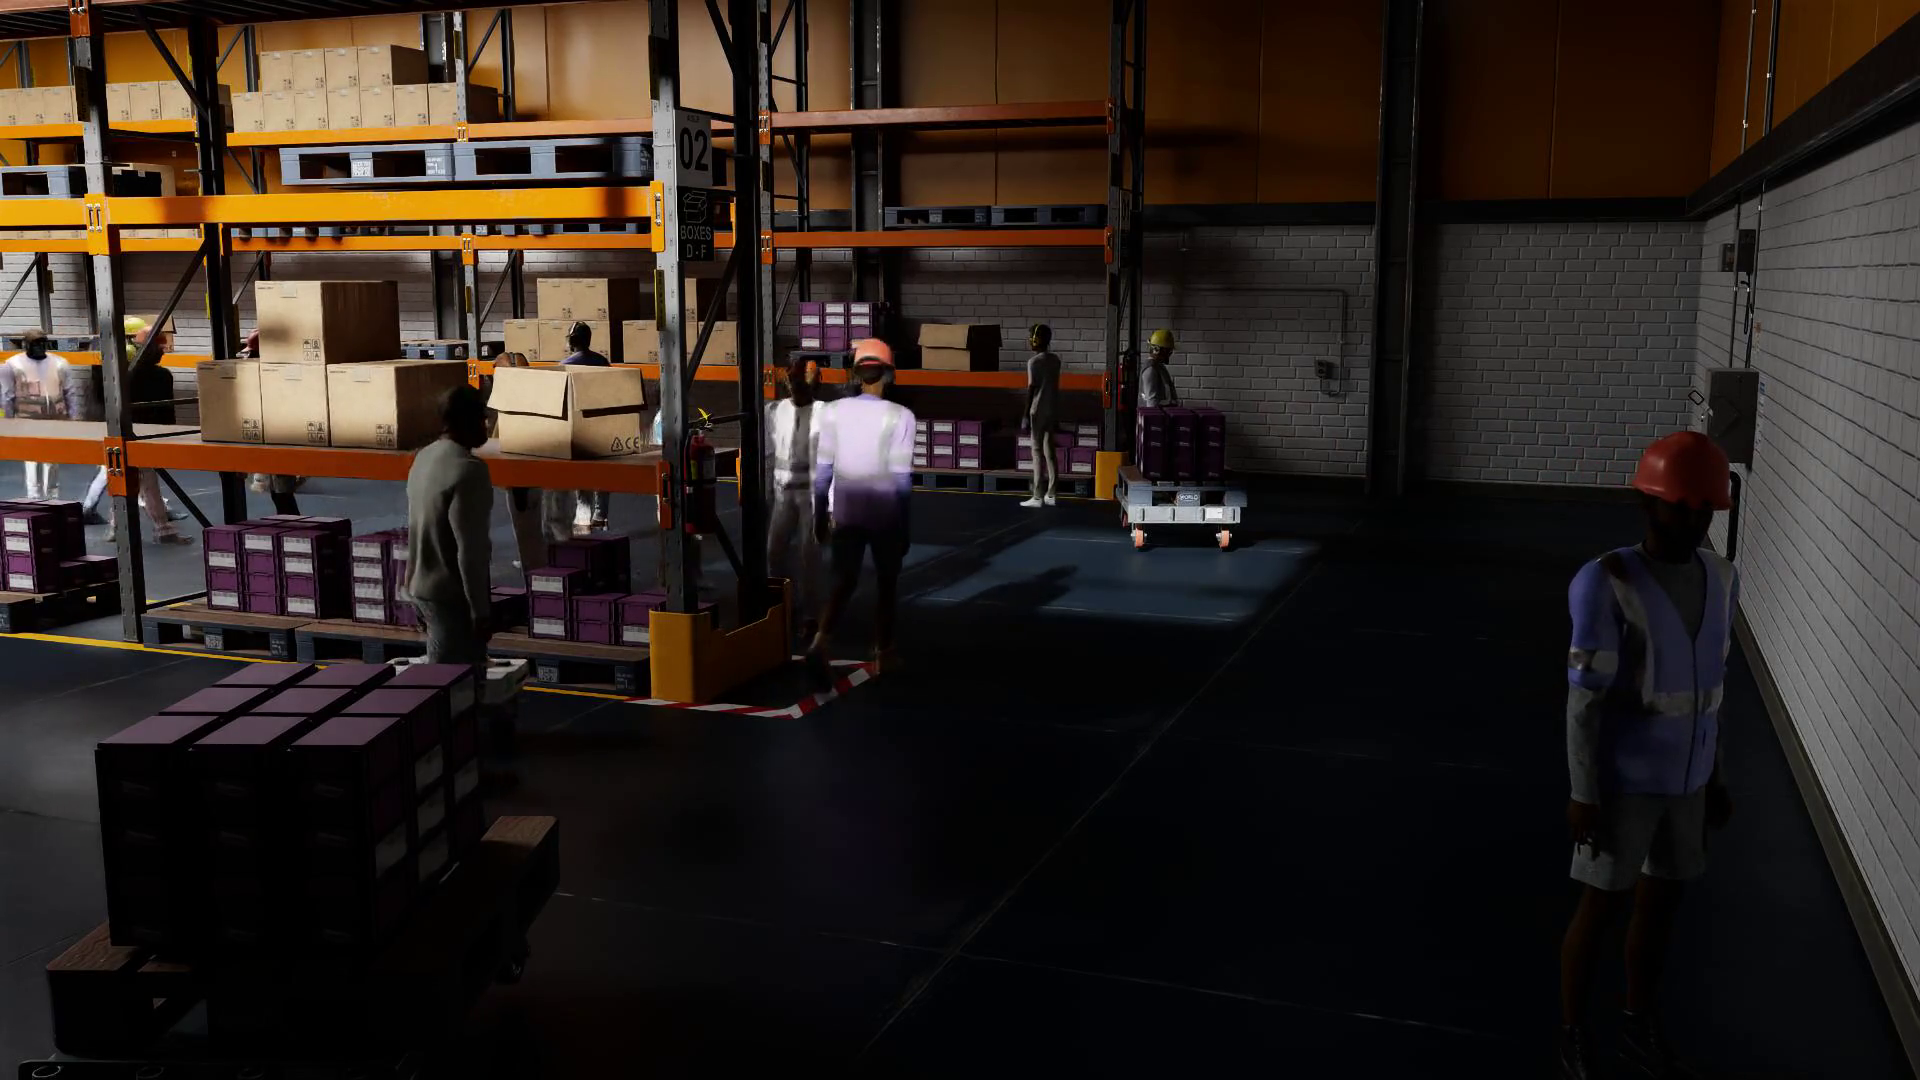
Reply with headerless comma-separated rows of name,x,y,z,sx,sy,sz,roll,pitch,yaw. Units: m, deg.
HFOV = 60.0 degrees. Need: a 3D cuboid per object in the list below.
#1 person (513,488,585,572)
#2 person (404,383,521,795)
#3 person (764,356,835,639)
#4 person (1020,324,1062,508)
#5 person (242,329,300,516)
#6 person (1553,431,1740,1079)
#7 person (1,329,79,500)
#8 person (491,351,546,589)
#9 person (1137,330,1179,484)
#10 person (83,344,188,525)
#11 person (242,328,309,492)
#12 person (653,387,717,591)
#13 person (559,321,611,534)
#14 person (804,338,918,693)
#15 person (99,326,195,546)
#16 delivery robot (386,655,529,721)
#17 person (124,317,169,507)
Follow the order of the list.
person,-3.123,-0.432,12.572,0.873,1.579,0.523,5,10,29
person,-2.314,0.270,7.232,0.790,1.900,0.661,-7,12,-38
person,-1.075,-0.274,10.803,0.751,1.849,0.352,5,10,29
person,0.825,-1.258,16.925,0.325,1.862,0.534,7,12,39
person,-5.446,-0.704,13.199,0.374,1.939,0.545,-6,11,-33
person,1.960,0.655,4.678,0.551,1.933,0.376,-3,10,-20
person,-9.194,-1.201,16.689,0.540,1.823,0.646,8,12,42
person,-3.051,-0.388,11.552,0.428,1.836,0.626,-2,9,-10
person,1.959,-1.169,16.484,0.403,1.822,0.589,2,9,9
person,-7.897,-0.988,15.706,0.934,1.715,0.538,-2,9,-11
person,-7.415,-1.402,18.015,0.784,1.806,0.664,6,11,35
person,-2.038,-0.386,12.183,0.446,1.628,0.534,1,9,5
person,-3.433,-1.019,15.174,0.372,1.940,0.632,5,10,26
person,-0.581,-0.133,9.435,0.661,2.005,0.915,4,10,22
person,-7.221,-0.908,14.558,0.987,1.928,0.657,3,9,17
delivery robot,-2.528,0.718,8.306,0.707,0.478,0.477,1,9,3
person,-8.390,-1.305,17.002,0.371,1.929,0.585,1,9,6
